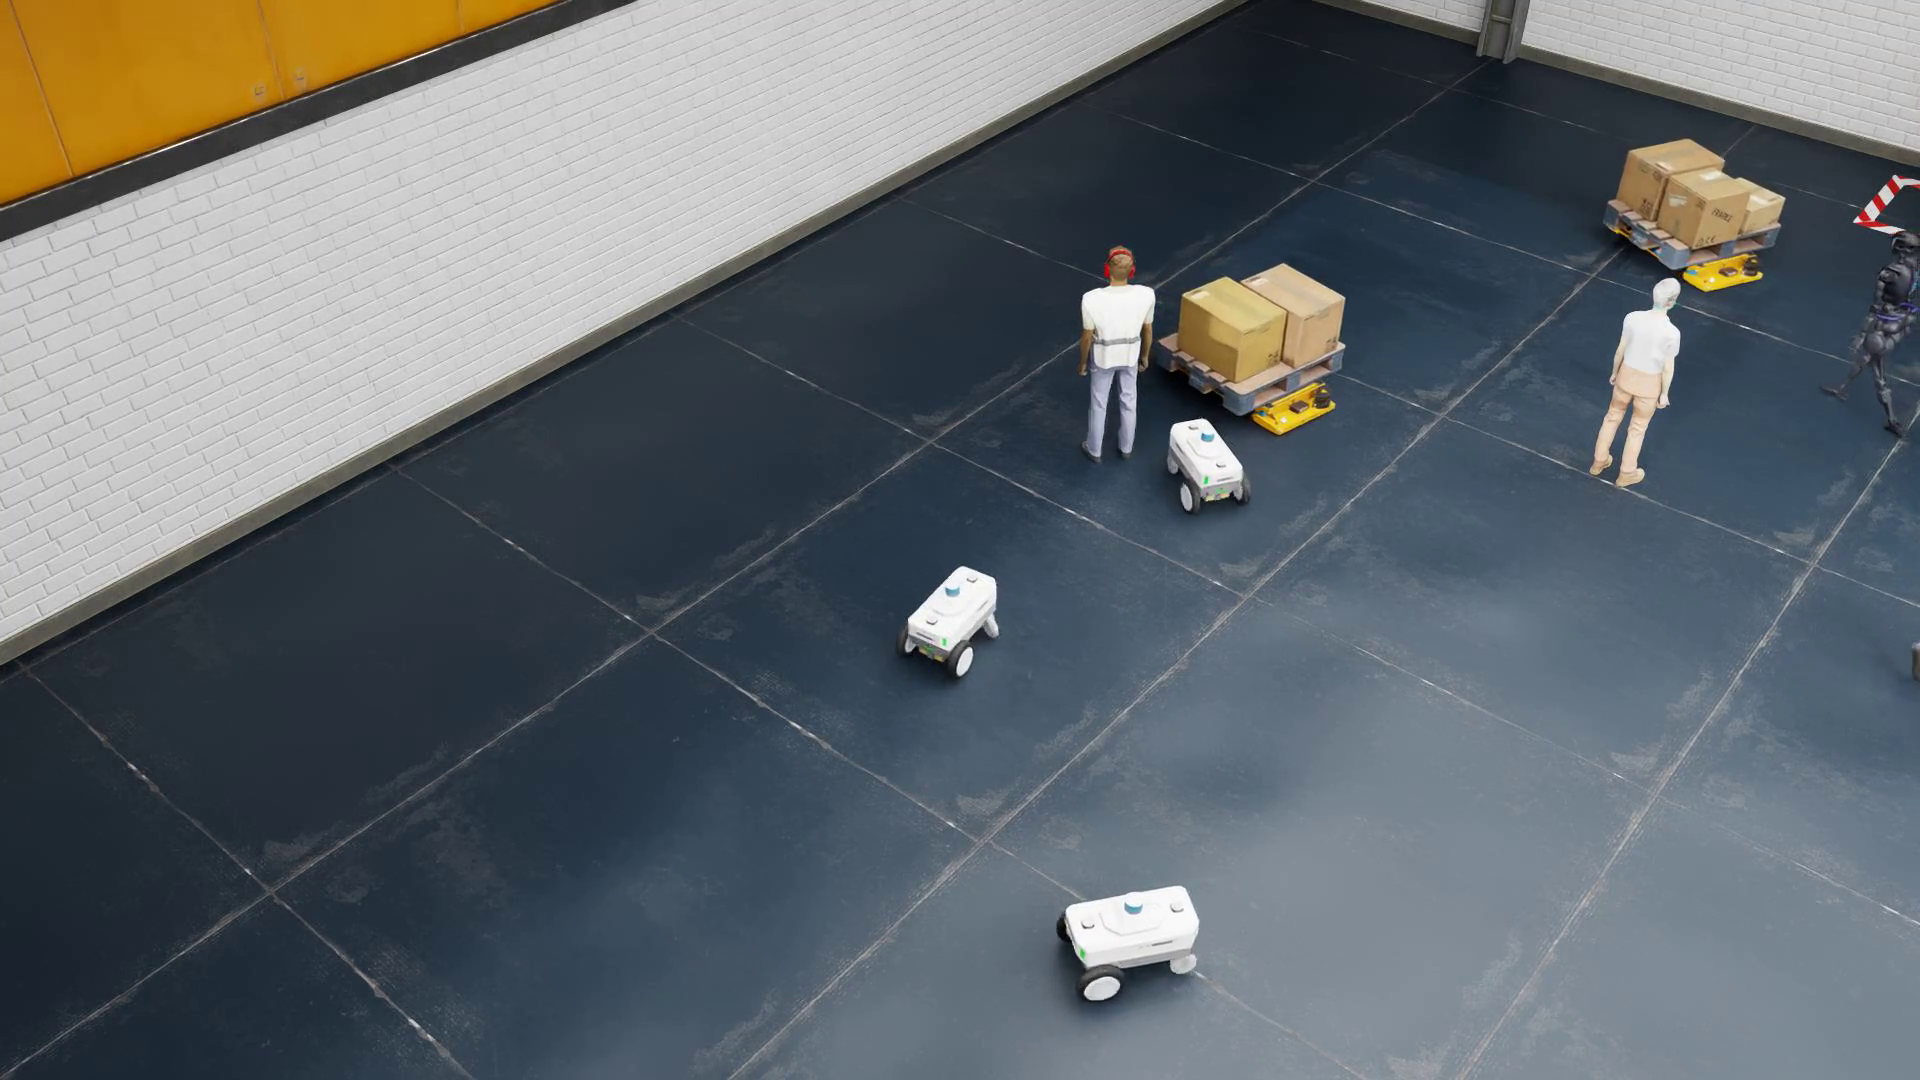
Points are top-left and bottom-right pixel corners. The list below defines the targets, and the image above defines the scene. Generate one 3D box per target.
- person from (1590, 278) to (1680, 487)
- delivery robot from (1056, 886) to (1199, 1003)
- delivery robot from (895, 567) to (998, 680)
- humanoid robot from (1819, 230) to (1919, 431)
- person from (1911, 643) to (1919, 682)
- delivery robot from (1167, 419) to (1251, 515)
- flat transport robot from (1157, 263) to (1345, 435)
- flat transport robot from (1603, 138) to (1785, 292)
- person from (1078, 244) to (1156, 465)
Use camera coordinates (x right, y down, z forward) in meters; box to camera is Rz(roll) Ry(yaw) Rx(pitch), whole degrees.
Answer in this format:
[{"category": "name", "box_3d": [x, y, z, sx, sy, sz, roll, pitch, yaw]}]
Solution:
[{"category": "person", "box_3d": [5.149, -1.193, 12.596, 0.320, 1.738, 0.482, -29, 47, -31]}, {"category": "delivery robot", "box_3d": [0.928, 2.215, 9.321, 0.792, 0.611, 0.499, -8, 40, -10]}, {"category": "delivery robot", "box_3d": [-0.058, 0.556, 11.379, 0.525, 0.608, 0.779, 21, 44, 24]}, {"category": "humanoid robot", "box_3d": [7.469, -1.675, 13.303, 0.595, 1.632, 0.813, -22, 44, -25]}, {"category": "person", "box_3d": [6.585, 0.400, 10.555, 0.606, 1.816, 0.614, -31, 48, -33]}, {"category": "delivery robot", "box_3d": [1.893, -0.569, 12.780, 0.499, 0.614, 0.791, -11, 40, -13]}, {"category": "flat transport robot", "box_3d": [2.414, -1.378, 13.997, 0.659, 0.231, 1.431, -25, 45, -28]}, {"category": "flat transport robot", "box_3d": [6.856, -2.812, 15.776, 0.659, 0.231, 1.431, -14, 41, -17]}, {"category": "person", "box_3d": [1.191, -1.389, 12.757, 0.570, 1.842, 0.390, -6, 39, -7]}]
